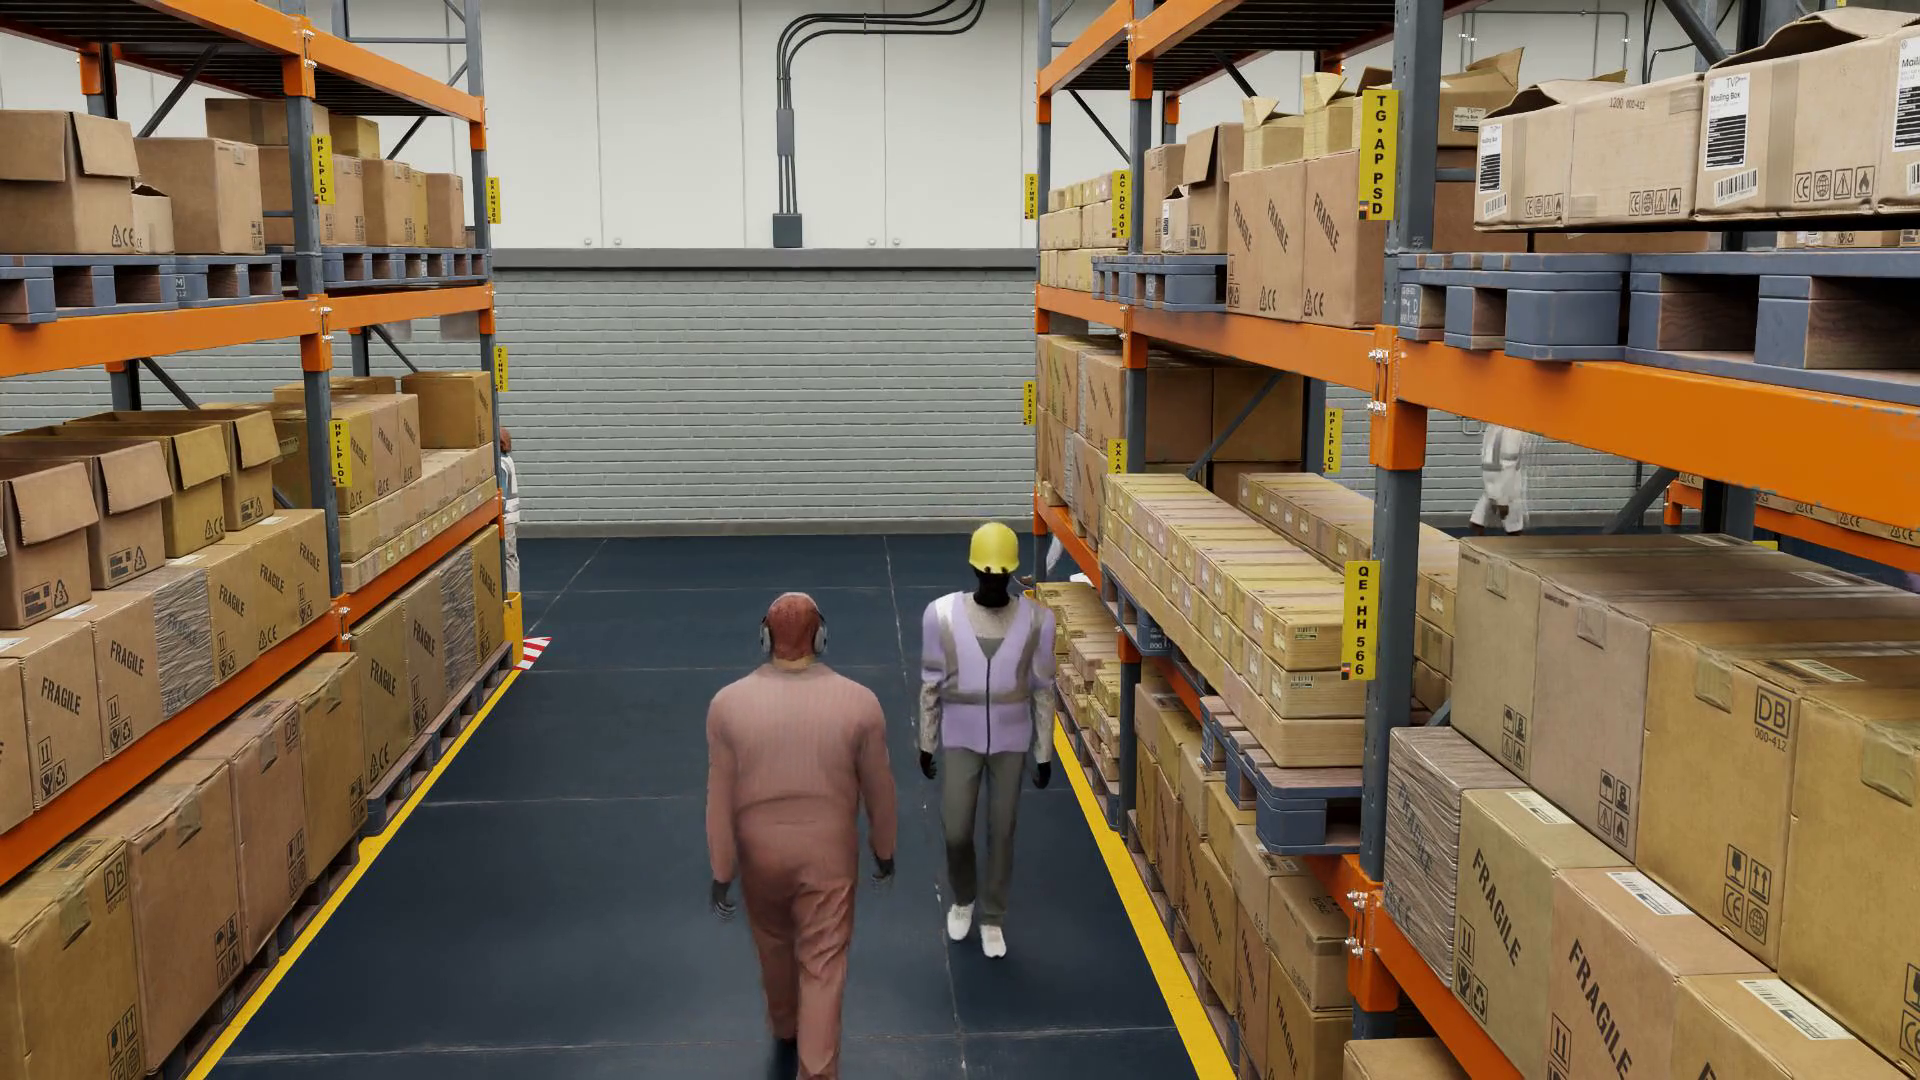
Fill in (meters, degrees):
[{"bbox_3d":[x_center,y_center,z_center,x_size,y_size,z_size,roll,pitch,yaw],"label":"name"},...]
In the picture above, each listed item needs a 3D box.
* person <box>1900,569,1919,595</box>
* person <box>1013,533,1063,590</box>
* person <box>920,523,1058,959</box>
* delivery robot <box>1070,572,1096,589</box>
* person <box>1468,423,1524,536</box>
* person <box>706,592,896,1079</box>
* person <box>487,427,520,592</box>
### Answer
[{"bbox_3d":[7.282,-0.024,12.534,0.663,1.884,0.526,-2,10,-11],"label":"person"},{"bbox_3d":[0.984,-0.403,15.004,0.999,1.801,0.572,-1,10,-3],"label":"person"},{"bbox_3d":[0.126,0.867,7.178,0.597,1.914,0.417,0,10,-2],"label":"person"},{"bbox_3d":[1.253,0.410,13.623,0.707,0.478,0.477,7,12,37],"label":"delivery robot"},{"bbox_3d":[4.839,-0.440,14.727,1.059,1.991,0.621,0,10,-2],"label":"person"},{"bbox_3d":[-0.565,1.104,6.009,0.663,1.846,1.033,0,10,-1],"label":"person"},{"bbox_3d":[-3.846,-0.145,13.969,0.308,1.643,0.511,-2,10,-10],"label":"person"}]
